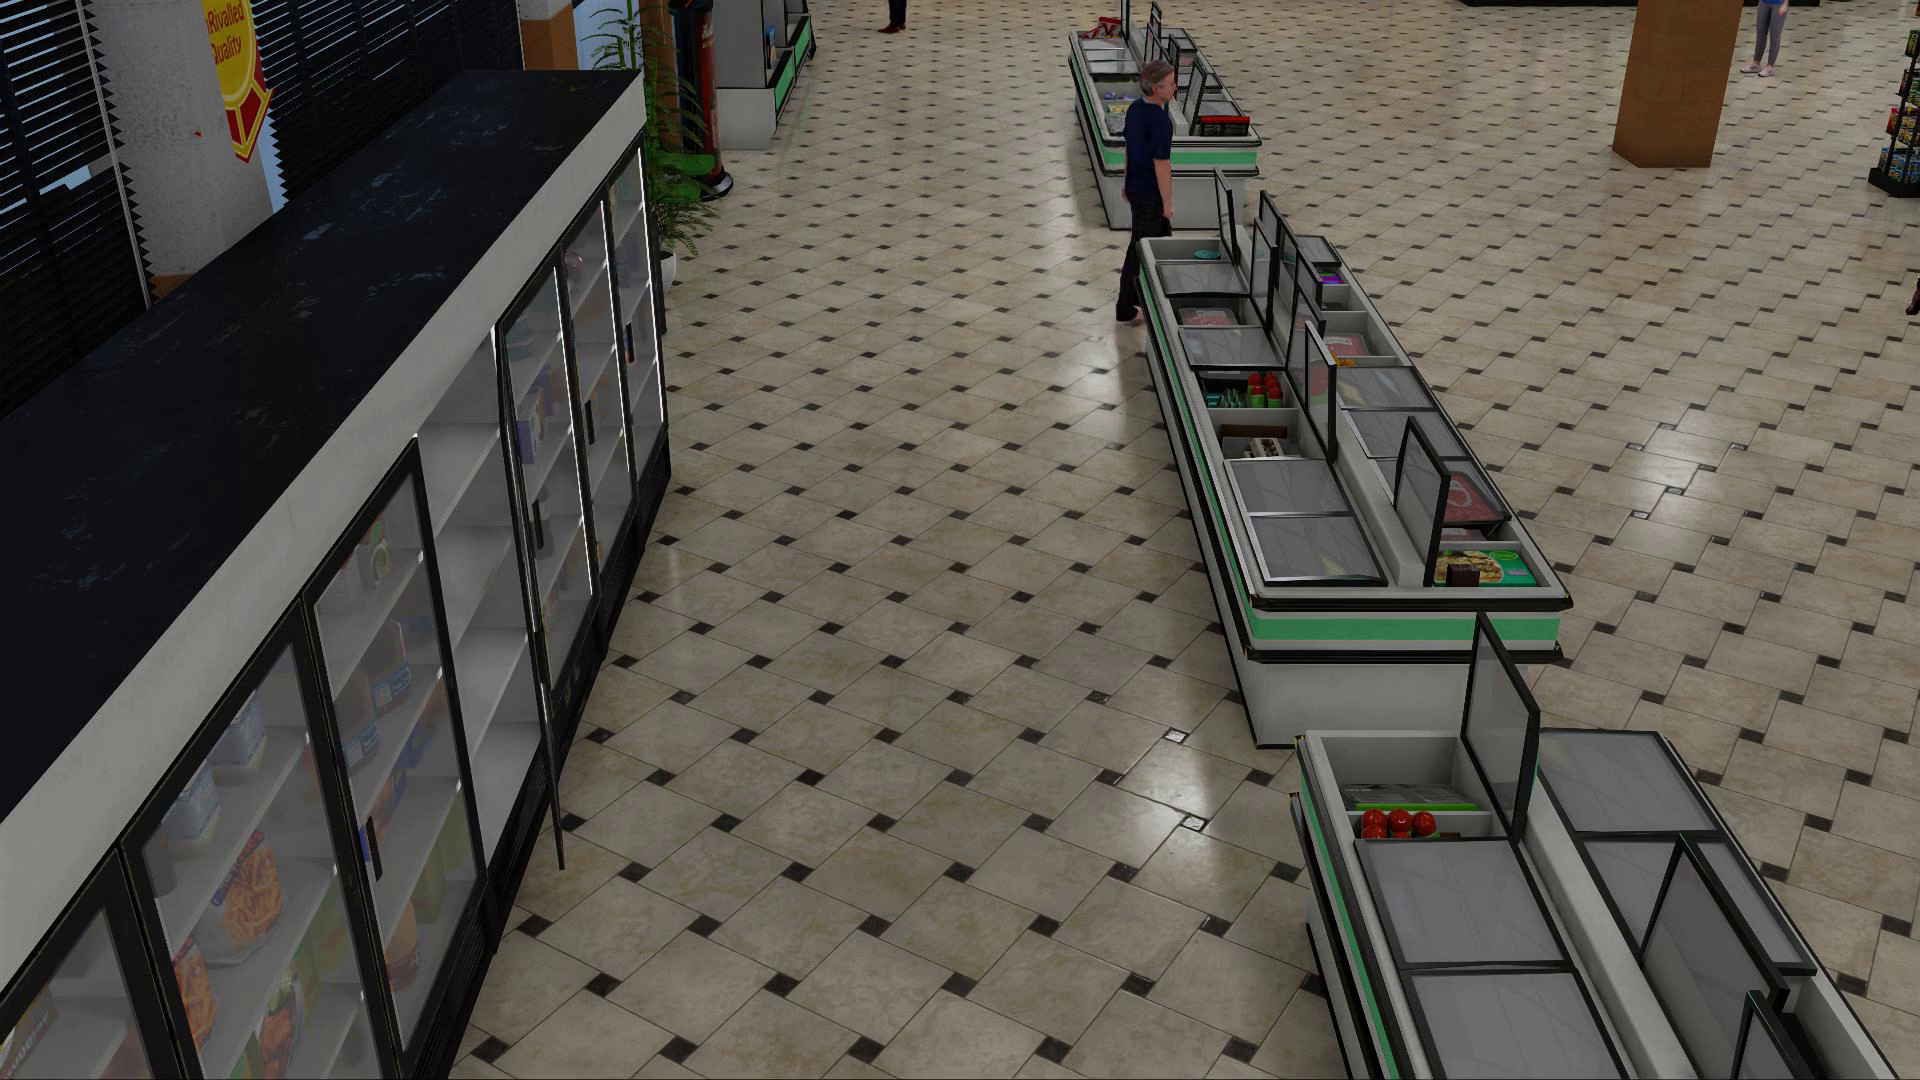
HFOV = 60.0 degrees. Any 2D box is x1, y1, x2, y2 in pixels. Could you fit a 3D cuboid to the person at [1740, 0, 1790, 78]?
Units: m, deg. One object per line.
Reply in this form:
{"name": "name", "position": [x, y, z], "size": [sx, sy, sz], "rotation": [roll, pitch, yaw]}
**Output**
{"name": "person", "position": [9.555, -6.284, 19.507], "size": [0.702, 1.609, 0.595], "rotation": [-11, 29, -20]}

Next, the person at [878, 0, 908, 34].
{"name": "person", "position": [-0.880, -7.684, 22.033], "size": [0.841, 1.823, 0.711], "rotation": [13, 30, 23]}

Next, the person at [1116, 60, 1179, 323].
{"name": "person", "position": [1.215, -2.365, 11.520], "size": [0.809, 1.844, 0.703], "rotation": [-8, 28, -15]}
